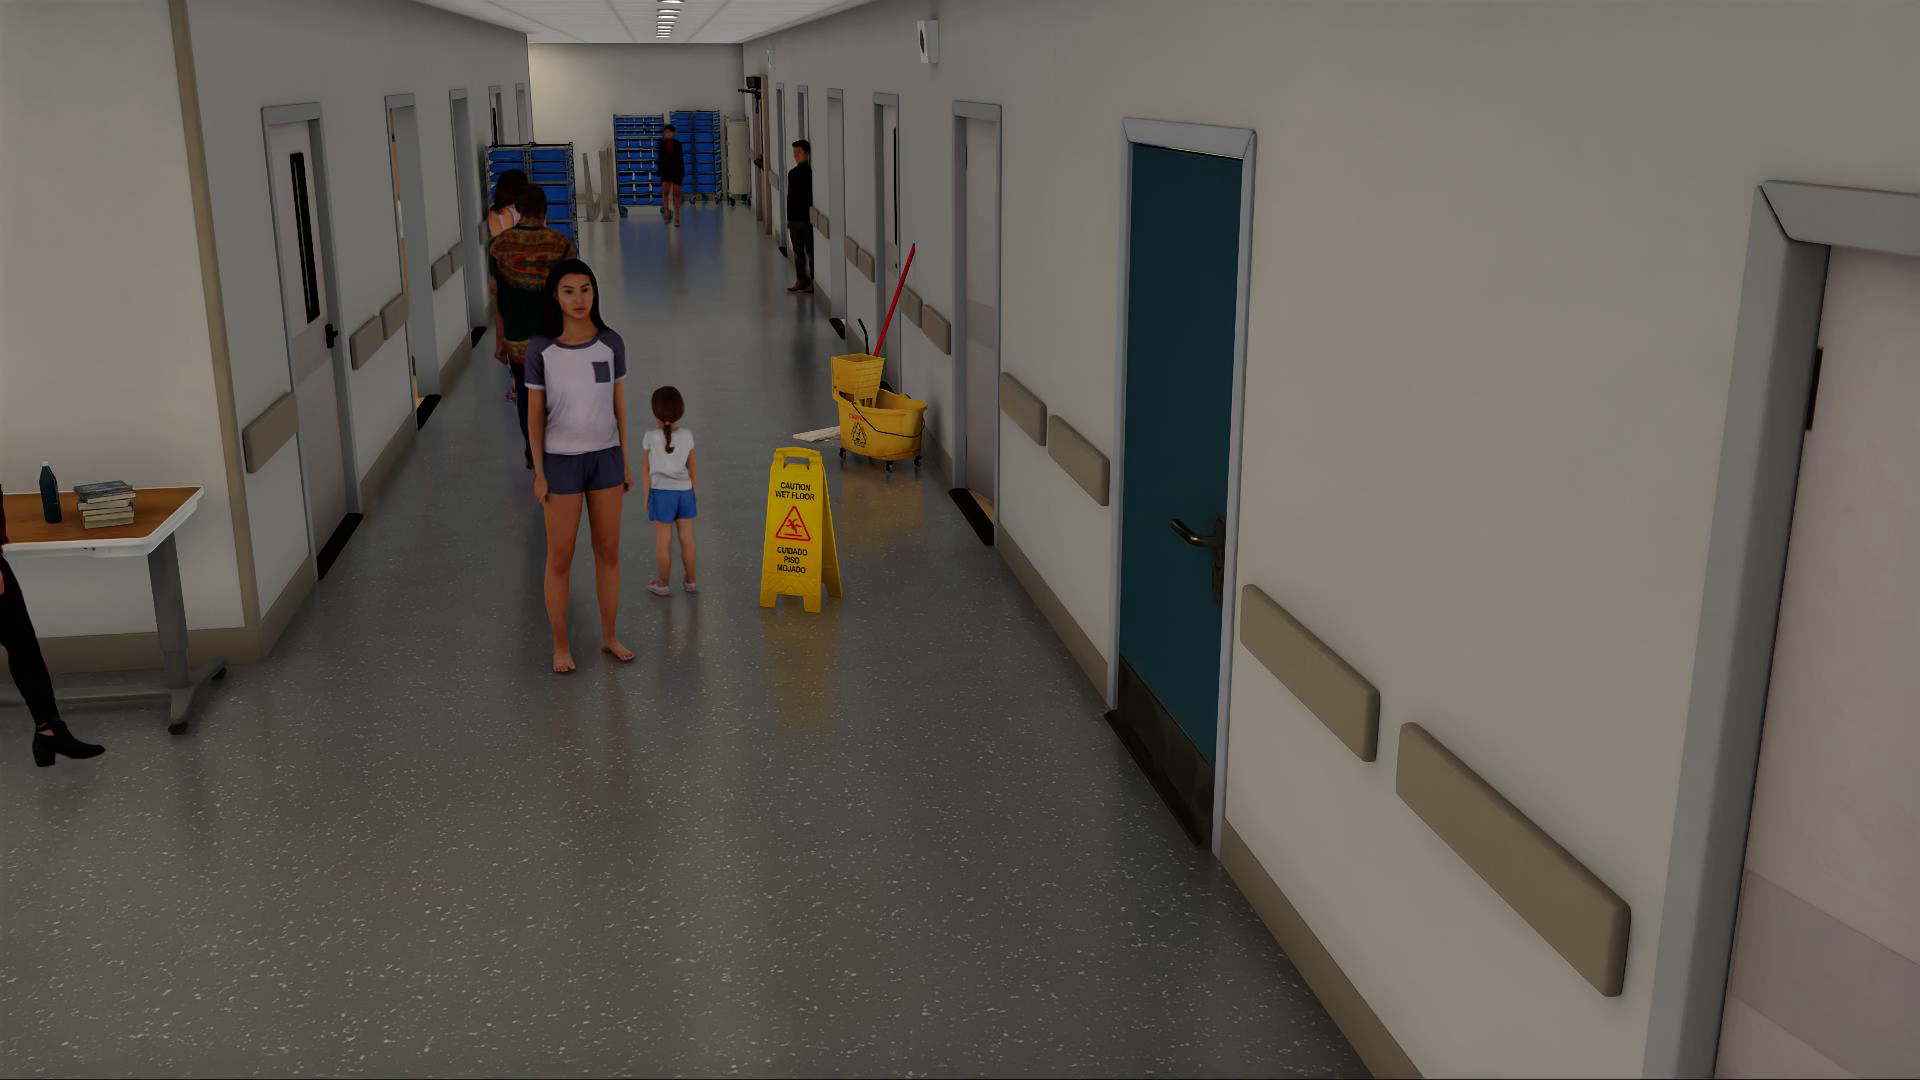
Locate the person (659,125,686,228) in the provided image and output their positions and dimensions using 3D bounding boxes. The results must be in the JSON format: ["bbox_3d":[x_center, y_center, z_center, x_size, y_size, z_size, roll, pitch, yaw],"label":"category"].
[{"bbox_3d":[-4.688,-5.929,27.115,0.558,1.630,0.572,-2,16,-8],"label":"person"}]

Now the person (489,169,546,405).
[{"bbox_3d":[-3.349,-1.941,12.717,0.642,1.767,0.597,-7,17,-23],"label":"person"}]

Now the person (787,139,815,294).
[{"bbox_3d":[-1.791,-3.720,19.107,0.692,1.723,0.778,13,20,39],"label":"person"}]

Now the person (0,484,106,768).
[{"bbox_3d":[-3.557,0.109,5.732,0.860,1.610,1.082,-7,17,-24],"label":"person"}]

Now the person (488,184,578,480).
[{"bbox_3d":[-2.556,-1.205,9.983,0.713,1.793,0.720,-1,16,-5],"label":"person"}]

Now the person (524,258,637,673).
[{"bbox_3d":[-1.598,-0.318,7.020,0.649,1.734,0.625,-9,18,-29],"label":"person"}]

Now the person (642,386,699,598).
[{"bbox_3d":[-1.401,-0.238,8.060,0.462,1.016,0.478,-8,18,-26],"label":"person"}]
